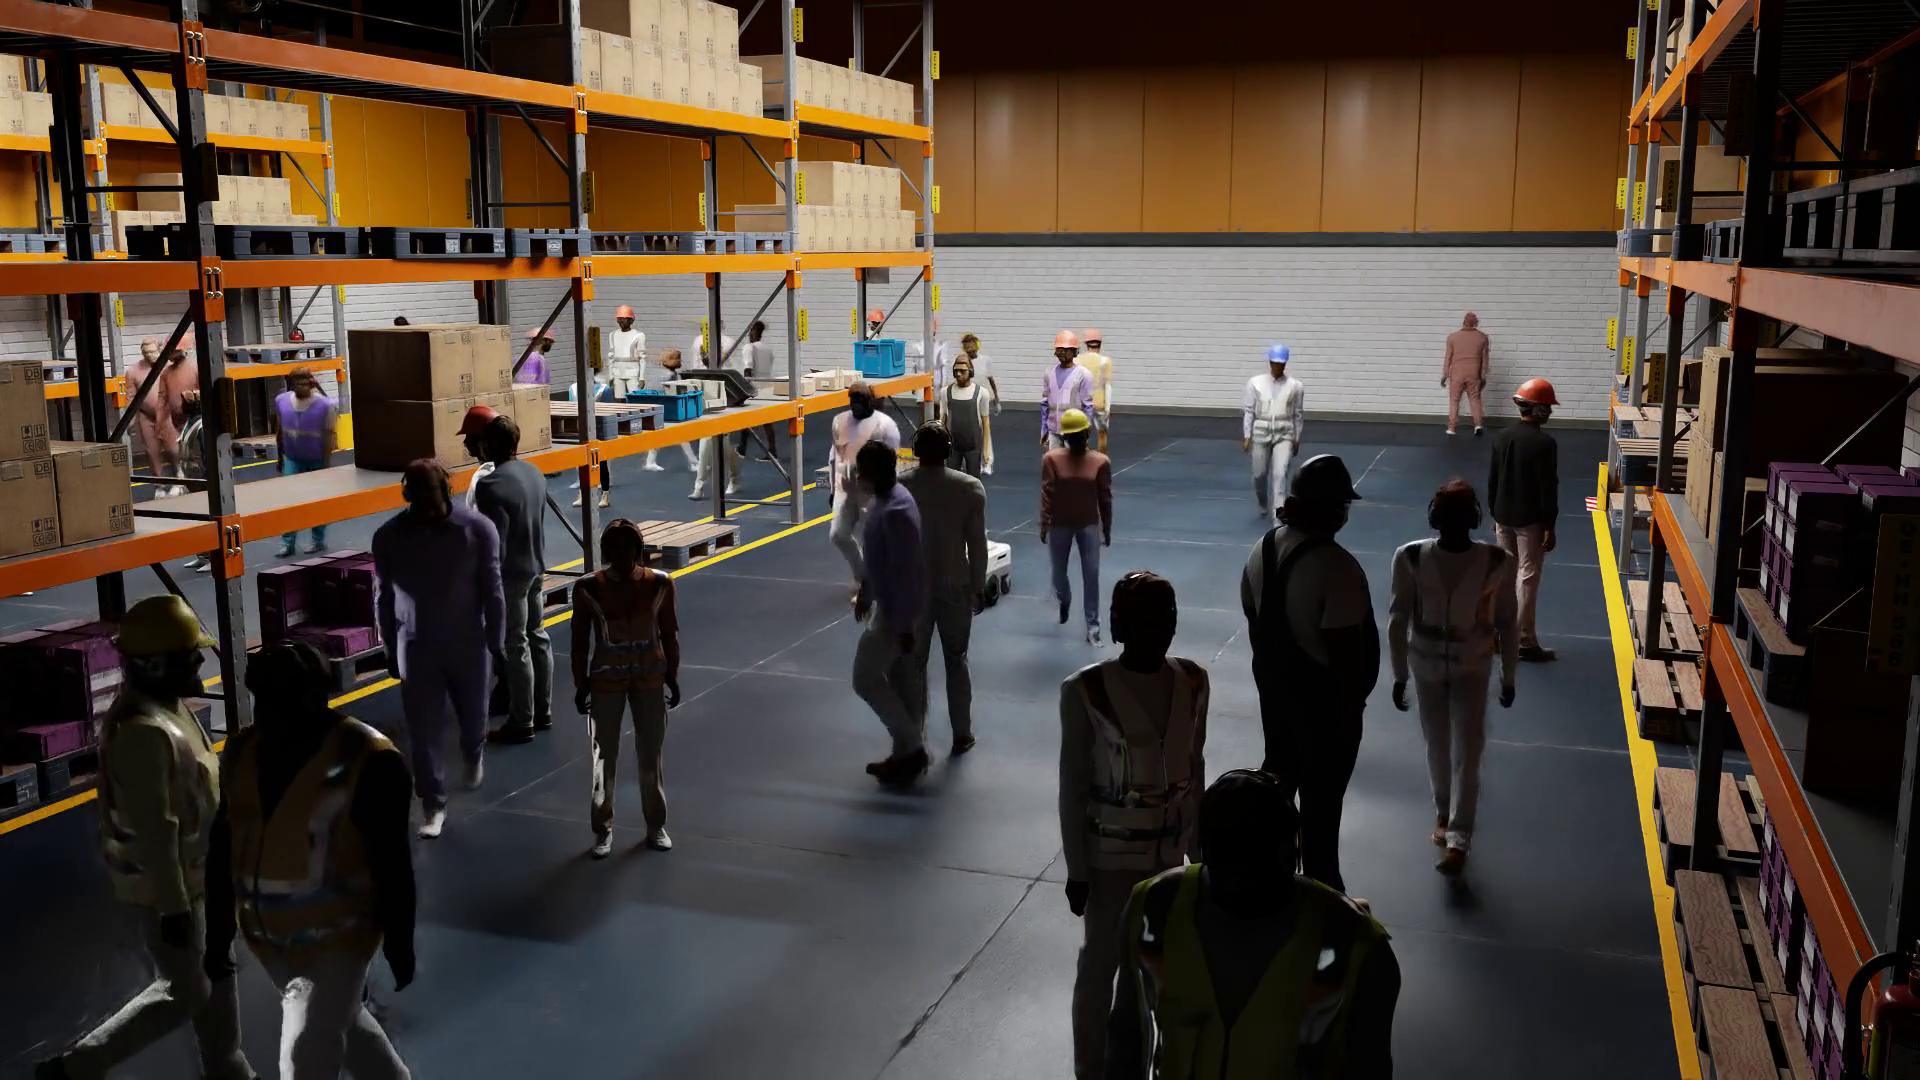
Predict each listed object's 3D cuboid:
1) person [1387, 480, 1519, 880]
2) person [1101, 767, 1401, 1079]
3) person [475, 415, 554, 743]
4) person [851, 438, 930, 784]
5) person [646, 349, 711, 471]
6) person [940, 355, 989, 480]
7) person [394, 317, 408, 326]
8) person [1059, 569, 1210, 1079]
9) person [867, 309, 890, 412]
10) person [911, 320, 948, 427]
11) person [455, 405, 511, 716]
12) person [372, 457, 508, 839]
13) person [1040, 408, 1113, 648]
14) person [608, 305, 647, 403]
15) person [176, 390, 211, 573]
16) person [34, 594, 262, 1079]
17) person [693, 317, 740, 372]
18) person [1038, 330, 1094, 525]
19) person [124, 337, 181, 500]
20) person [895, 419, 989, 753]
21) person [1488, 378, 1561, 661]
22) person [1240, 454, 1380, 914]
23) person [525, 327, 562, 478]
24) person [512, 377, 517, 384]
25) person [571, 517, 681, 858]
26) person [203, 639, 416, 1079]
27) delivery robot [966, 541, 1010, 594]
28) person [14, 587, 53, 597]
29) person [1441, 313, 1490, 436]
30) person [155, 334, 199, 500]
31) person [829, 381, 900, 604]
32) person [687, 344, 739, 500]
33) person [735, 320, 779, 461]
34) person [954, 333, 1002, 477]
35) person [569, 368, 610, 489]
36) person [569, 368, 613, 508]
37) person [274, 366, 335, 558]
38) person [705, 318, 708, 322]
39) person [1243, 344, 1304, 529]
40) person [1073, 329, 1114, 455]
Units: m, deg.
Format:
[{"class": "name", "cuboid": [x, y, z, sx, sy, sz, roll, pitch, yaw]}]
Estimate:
[{"class": "person", "cuboid": [2.294, 0.638, 7.806, 0.586, 1.830, 1.027, 4, 11, 23]}, {"class": "person", "cuboid": [0.598, 1.383, 3.596, 0.630, 1.843, 0.429, 4, 11, 22]}, {"class": "person", "cuboid": [-2.640, 0.231, 9.808, 0.374, 1.939, 0.629, 3, 10, 14]}, {"class": "person", "cuboid": [-0.380, 0.386, 9.003, 0.432, 1.913, 0.726, 0, 10, -3]}, {"class": "person", "cuboid": [-3.697, -1.670, 21.496, 0.845, 1.586, 0.514, -1, 10, -7]}, {"class": "person", "cuboid": [0.036, -0.916, 16.530, 0.517, 1.843, 0.325, 2, 10, 12]}, {"class": "person", "cuboid": [-8.281, -2.376, 24.708, 0.981, 1.863, 0.607, 9, 13, 41]}, {"class": "person", "cuboid": [0.584, 1.030, 5.464, 0.576, 1.882, 0.355, -6, 12, -30]}, {"class": "person", "cuboid": [-1.236, -2.374, 24.313, 0.393, 1.995, 0.612, 10, 14, 43]}, {"class": "person", "cuboid": [-0.441, -2.325, 24.404, 0.551, 1.879, 1.019, 1, 10, 4]}, {"class": "person", "cuboid": [-2.935, 0.128, 10.387, 0.356, 1.937, 0.552, 0, 10, -1]}, {"class": "person", "cuboid": [-2.642, 0.494, 8.496, 0.639, 1.881, 0.841, -3, 10, -14]}, {"class": "person", "cuboid": [0.858, -0.114, 12.298, 0.549, 1.746, 0.628, 0, 10, -2]}, {"class": "person", "cuboid": [-4.899, -2.422, 24.442, 0.605, 2.048, 0.370, 3, 11, 18]}, {"class": "person", "cuboid": [-6.828, -0.533, 14.952, 0.307, 1.641, 0.514, -9, 13, -41]}, {"class": "person", "cuboid": [-2.621, 1.072, 5.413, 0.676, 1.816, 0.602, -3, 11, -17]}, {"class": "person", "cuboid": [-3.532, -2.346, 24.453, 0.681, 1.884, 0.688, 3, 10, 16]}, {"class": "person", "cuboid": [1.089, -1.147, 17.262, 0.607, 2.048, 0.368, 7, 12, 35]}, {"class": "person", "cuboid": [-9.155, -1.373, 18.987, 0.666, 1.886, 0.514, -4, 11, -19]}, {"class": "person", "cuboid": [-0.150, 0.273, 9.569, 0.627, 1.941, 0.371, 0, 10, 1]}, {"class": "person", "cuboid": [4.007, -0.147, 11.781, 0.399, 1.989, 0.622, -4, 11, -22]}, {"class": "person", "cuboid": [1.568, 0.631, 7.264, 0.539, 2.000, 0.689, -5, 11, -26]}, {"class": "person", "cuboid": [-5.288, -1.723, 20.925, 0.607, 1.894, 0.581, -2, 10, -12]}, {"class": "person", "cuboid": [-4.310, -0.776, 16.020, 0.552, 1.730, 0.827, 5, 11, 25]}, {"class": "person", "cuboid": [-1.599, 0.702, 7.997, 0.523, 1.639, 0.306, -4, 11, -19]}, {"class": "person", "cuboid": [-1.943, 1.161, 4.993, 0.644, 1.795, 0.973, 4, 11, 22]}, {"class": "delivery robot", "cuboid": [0.147, 0.176, 13.749, 0.477, 0.478, 0.707, 5, 11, 24]}, {"class": "person", "cuboid": [-7.887, -0.349, 13.940, 0.280, 1.629, 0.502, 0, 10, 3]}, {"class": "person", "cuboid": [7.766, -2.532, 25.562, 0.682, 1.876, 0.607, 2, 10, 10]}, {"class": "person", "cuboid": [-8.718, -1.334, 18.618, 0.661, 1.932, 1.049, 4, 11, 19]}, {"class": "person", "cuboid": [-0.800, -0.387, 13.578, 0.648, 1.833, 0.436, 5, 11, 26]}, {"class": "person", "cuboid": [-2.830, -1.389, 19.270, 0.537, 1.826, 0.971, 4, 11, 20]}, {"class": "person", "cuboid": [-2.793, -2.025, 22.624, 0.847, 1.900, 0.667, 9, 13, 40]}, {"class": "person", "cuboid": [0.243, -1.696, 21.003, 0.619, 1.814, 0.839, -1, 10, -7]}, {"class": "person", "cuboid": [-4.464, -1.398, 19.856, 0.547, 1.621, 0.570, 10, 14, 44]}, {"class": "person", "cuboid": [-4.114, -1.198, 18.533, 0.540, 1.695, 0.317, 2, 10, 12]}, {"class": "person", "cuboid": [-6.178, -0.723, 15.600, 0.635, 1.790, 0.769, 0, 10, 1]}, {"class": "person", "cuboid": [-4.192, -2.870, 27.889, 0.900, 1.720, 0.535, -2, 10, -13]}, {"class": "person", "cuboid": [3.261, -1.092, 17.314, 0.615, 1.922, 0.802, 2, 10, 13]}, {"class": "person", "cuboid": [1.669, -1.698, 20.856, 0.537, 1.869, 1.057, 3, 10, 15]}]
